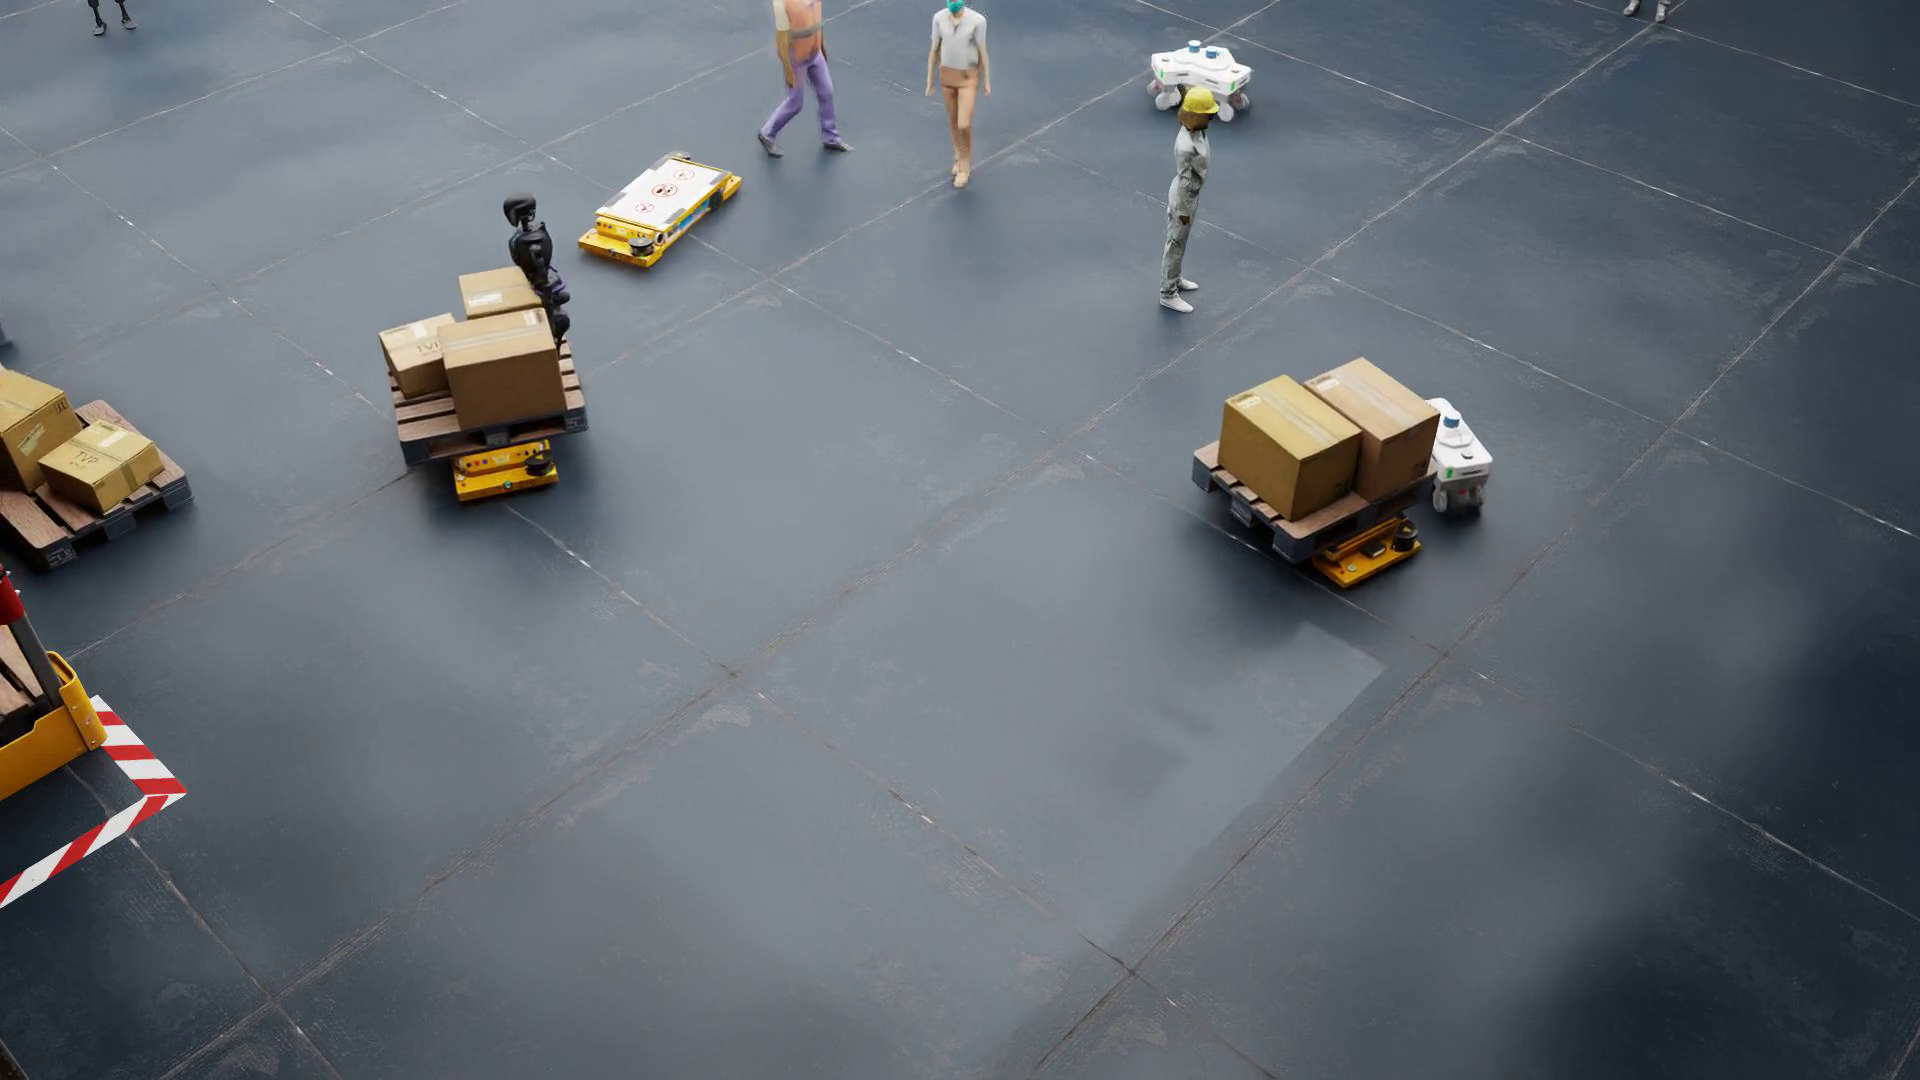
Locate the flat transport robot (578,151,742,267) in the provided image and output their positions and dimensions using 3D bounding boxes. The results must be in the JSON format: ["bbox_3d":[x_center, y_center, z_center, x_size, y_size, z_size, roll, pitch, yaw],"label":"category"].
[{"bbox_3d":[-2.428,-2.710,13.538,0.659,0.231,1.431,18,45,19],"label":"flat transport robot"}]

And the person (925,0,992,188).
[{"bbox_3d":[-0.034,-3.722,13.569,0.521,1.727,0.631,14,44,15],"label":"person"}]

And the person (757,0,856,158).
[{"bbox_3d":[-1.361,-4.038,13.867,0.748,1.821,0.618,18,45,19],"label":"person"}]

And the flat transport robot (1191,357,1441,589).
[{"bbox_3d":[2.259,-0.264,10.820,0.659,0.231,1.431,-24,47,-24],"label":"flat transport robot"}]

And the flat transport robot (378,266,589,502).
[{"bbox_3d":[-3.212,-0.824,11.442,0.659,0.231,1.431,-13,44,-14],"label":"flat transport robot"}]

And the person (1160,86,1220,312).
[{"bbox_3d":[1.685,-2.517,12.221,0.294,1.744,0.484,10,43,11],"label":"person"}]

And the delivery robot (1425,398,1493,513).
[{"bbox_3d":[3.191,-0.604,10.974,0.499,0.582,0.773,-10,43,-11],"label":"delivery robot"}]

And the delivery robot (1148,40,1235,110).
[{"bbox_3d":[2.097,-4.201,14.978,0.793,0.590,0.499,-7,42,-7],"label":"delivery robot"}]

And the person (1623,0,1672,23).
[{"bbox_3d":[6.809,-5.904,15.921,0.564,1.833,0.384,18,45,19],"label":"person"}]

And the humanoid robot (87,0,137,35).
[{"bbox_3d":[-8.228,-5.624,15.714,0.599,1.657,0.315,-17,45,-18],"label":"humanoid robot"}]

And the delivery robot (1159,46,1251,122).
[{"bbox_3d":[2.201,-4.127,14.914,0.804,0.614,0.499,27,48,26],"label":"delivery robot"}]

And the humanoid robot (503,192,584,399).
[{"bbox_3d":[-2.820,-1.608,11.257,0.324,1.644,0.585,-19,46,-20],"label":"humanoid robot"}]
